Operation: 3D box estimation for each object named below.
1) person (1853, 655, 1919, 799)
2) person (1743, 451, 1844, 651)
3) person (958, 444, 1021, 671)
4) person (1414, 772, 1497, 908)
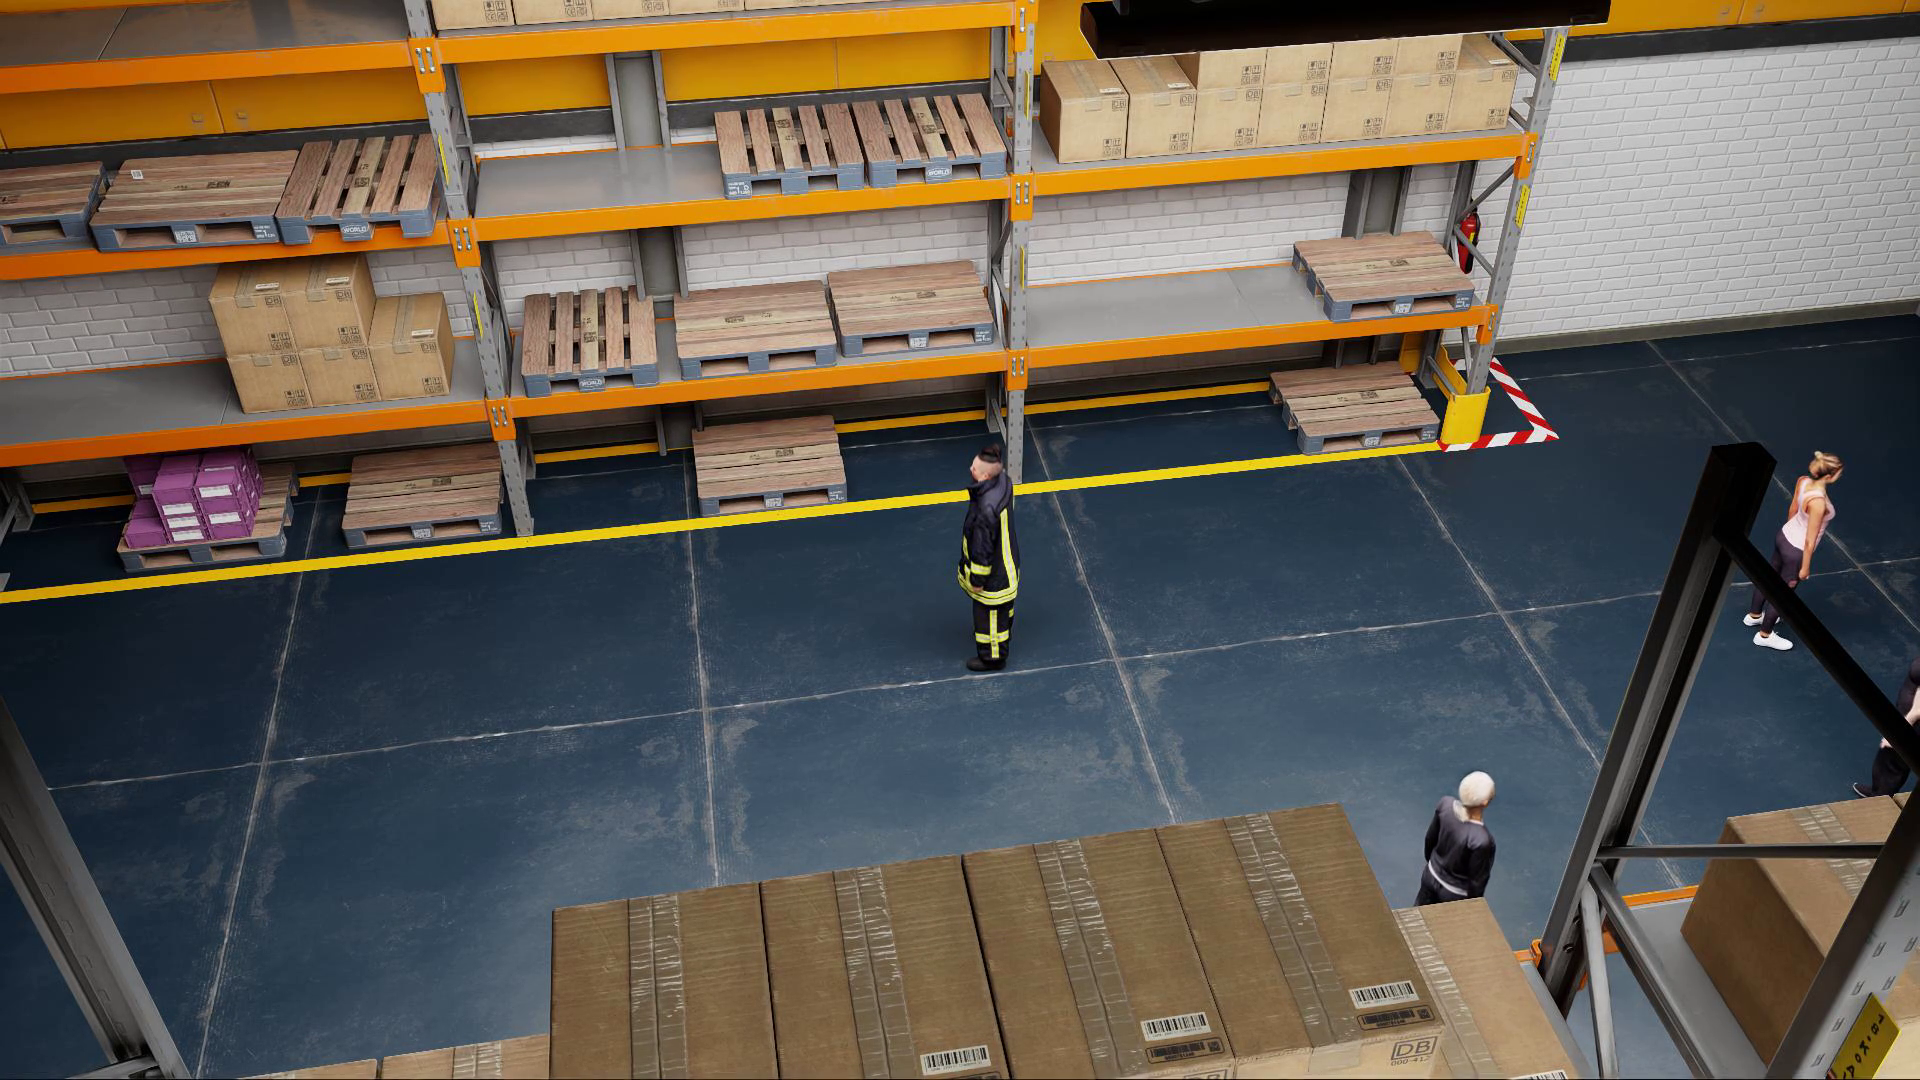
[{"bbox_3d":[6.016,1.124,10.474,0.723,1.746,0.642,28,46,31],"label":"person"},{"bbox_3d":[5.968,0.042,11.900,0.595,1.659,0.610,3,39,3],"label":"person"},{"bbox_3d":[0.226,0.102,11.664,0.823,1.859,0.840,7,39,8],"label":"person"},{"bbox_3d":[2.803,1.938,9.473,0.609,1.724,0.656,-17,42,-20],"label":"person"}]
